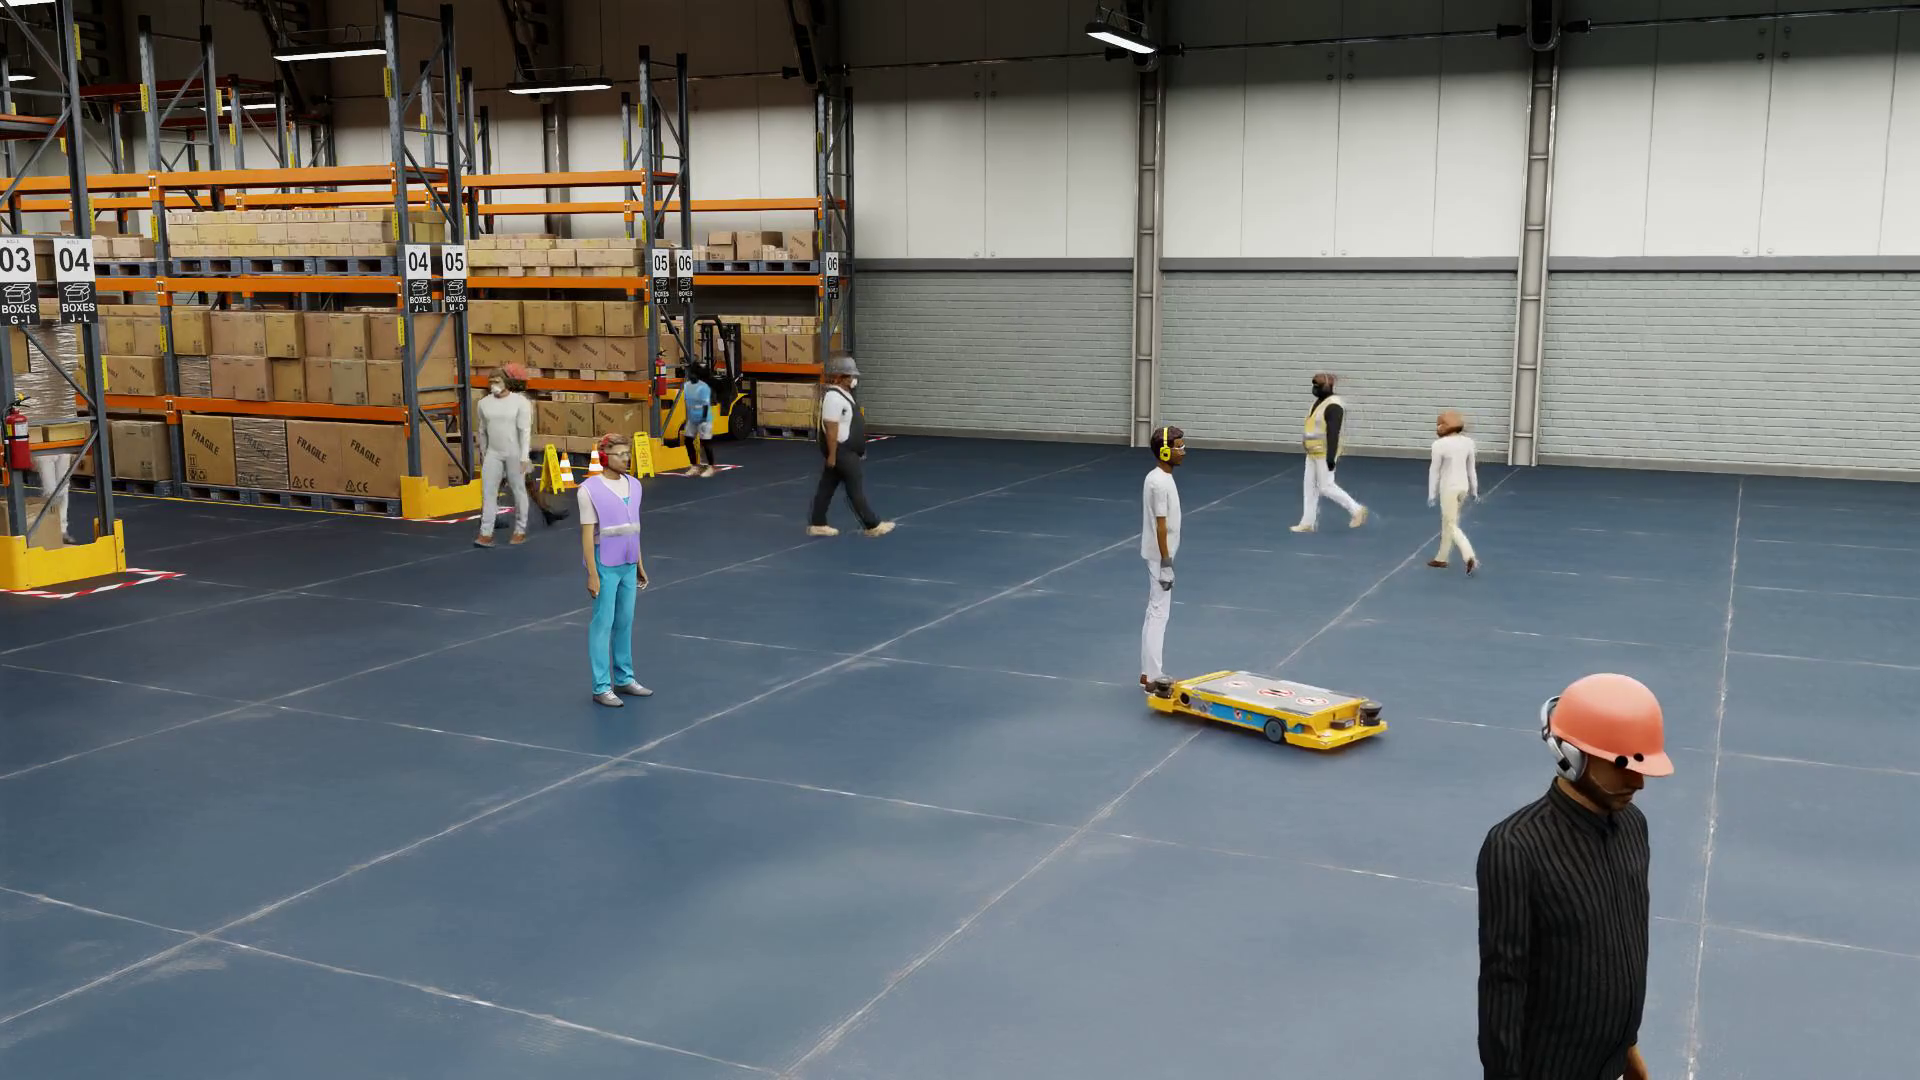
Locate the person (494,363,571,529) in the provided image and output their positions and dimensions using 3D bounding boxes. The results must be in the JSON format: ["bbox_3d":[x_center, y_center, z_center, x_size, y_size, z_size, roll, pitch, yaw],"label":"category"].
[{"bbox_3d":[-4.983,-1.055,18.853,1.004,1.880,0.578,0,9,0],"label":"person"}]

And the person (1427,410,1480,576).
[{"bbox_3d":[4.813,-0.460,16.102,0.521,1.600,0.767,-5,10,-28],"label":"person"}]

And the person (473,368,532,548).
[{"bbox_3d":[-4.856,-0.851,17.569,0.635,1.905,0.918,1,9,9],"label":"person"}]

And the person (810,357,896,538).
[{"bbox_3d":[-1.215,-1.037,18.272,0.994,2.000,0.692,0,9,-1],"label":"person"}]

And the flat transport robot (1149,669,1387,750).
[{"bbox_3d":[1.975,1.068,10.776,0.652,0.197,1.431,-8,12,-41],"label":"flat transport robot"}]

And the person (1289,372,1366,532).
[{"bbox_3d":[4.120,-0.965,18.540,0.744,1.825,0.633,-1,9,-6],"label":"person"}]

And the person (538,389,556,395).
[{"bbox_3d":[-6.863,-2.481,27.347,0.367,1.966,0.604,6,11,32],"label":"person"}]

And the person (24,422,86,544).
[{"bbox_3d":[-9.726,-0.878,17.843,0.413,1.868,0.577,6,11,31],"label":"person"}]

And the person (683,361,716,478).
[{"bbox_3d":[-3.663,-1.690,23.382,0.549,1.659,0.565,7,12,38],"label":"person"}]

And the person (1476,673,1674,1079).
[{"bbox_3d":[1.517,1.296,4.133,0.611,1.986,0.393,-7,12,-37],"label":"person"}]

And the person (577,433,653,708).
[{"bbox_3d":[-2.361,0.191,11.324,0.389,1.849,0.567,5,10,27],"label":"person"}]

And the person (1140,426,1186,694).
[{"bbox_3d":[1.422,0.142,11.564,0.328,1.873,0.517,0,9,1],"label":"person"}]
